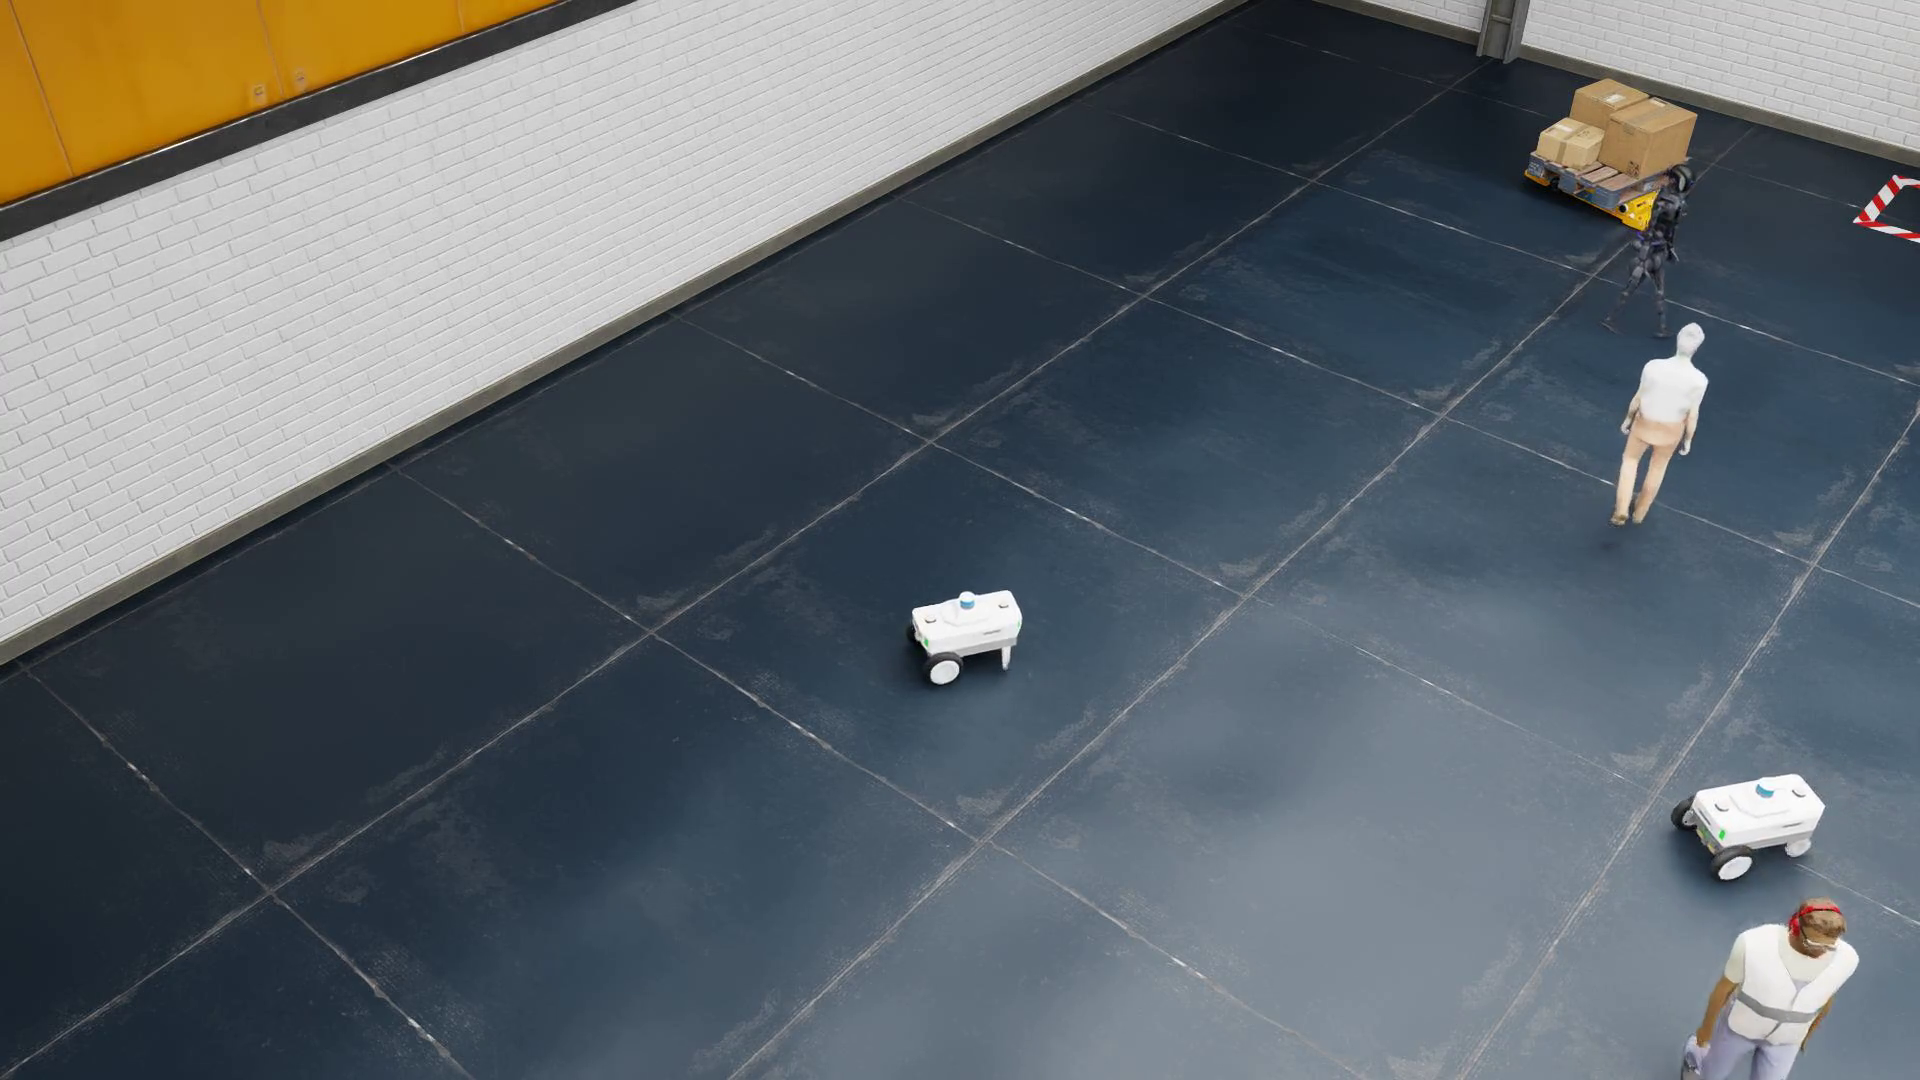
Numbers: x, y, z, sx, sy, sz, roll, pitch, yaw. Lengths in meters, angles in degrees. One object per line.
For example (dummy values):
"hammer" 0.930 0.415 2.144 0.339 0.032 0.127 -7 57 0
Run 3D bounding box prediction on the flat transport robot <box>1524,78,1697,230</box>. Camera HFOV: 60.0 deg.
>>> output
"flat transport robot" 6.457 -3.549 16.692 0.659 0.231 1.431 -24 45 -27

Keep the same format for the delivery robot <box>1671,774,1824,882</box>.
"delivery robot" 4.743 1.678 9.990 0.814 0.612 0.499 -8 40 -10

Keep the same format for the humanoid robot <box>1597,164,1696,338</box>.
"humanoid robot" 5.981 -2.434 14.207 0.612 1.626 0.737 -31 48 -32

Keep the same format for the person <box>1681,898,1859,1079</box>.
"person" 3.911 2.345 8.130 0.577 1.822 0.760 6 39 7

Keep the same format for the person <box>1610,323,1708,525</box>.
"person" 5.088 -0.803 12.115 0.508 1.726 0.547 17 42 20

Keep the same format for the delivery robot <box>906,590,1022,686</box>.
"delivery robot" 0.040 0.616 11.288 0.736 0.586 0.524 -11 40 -13
